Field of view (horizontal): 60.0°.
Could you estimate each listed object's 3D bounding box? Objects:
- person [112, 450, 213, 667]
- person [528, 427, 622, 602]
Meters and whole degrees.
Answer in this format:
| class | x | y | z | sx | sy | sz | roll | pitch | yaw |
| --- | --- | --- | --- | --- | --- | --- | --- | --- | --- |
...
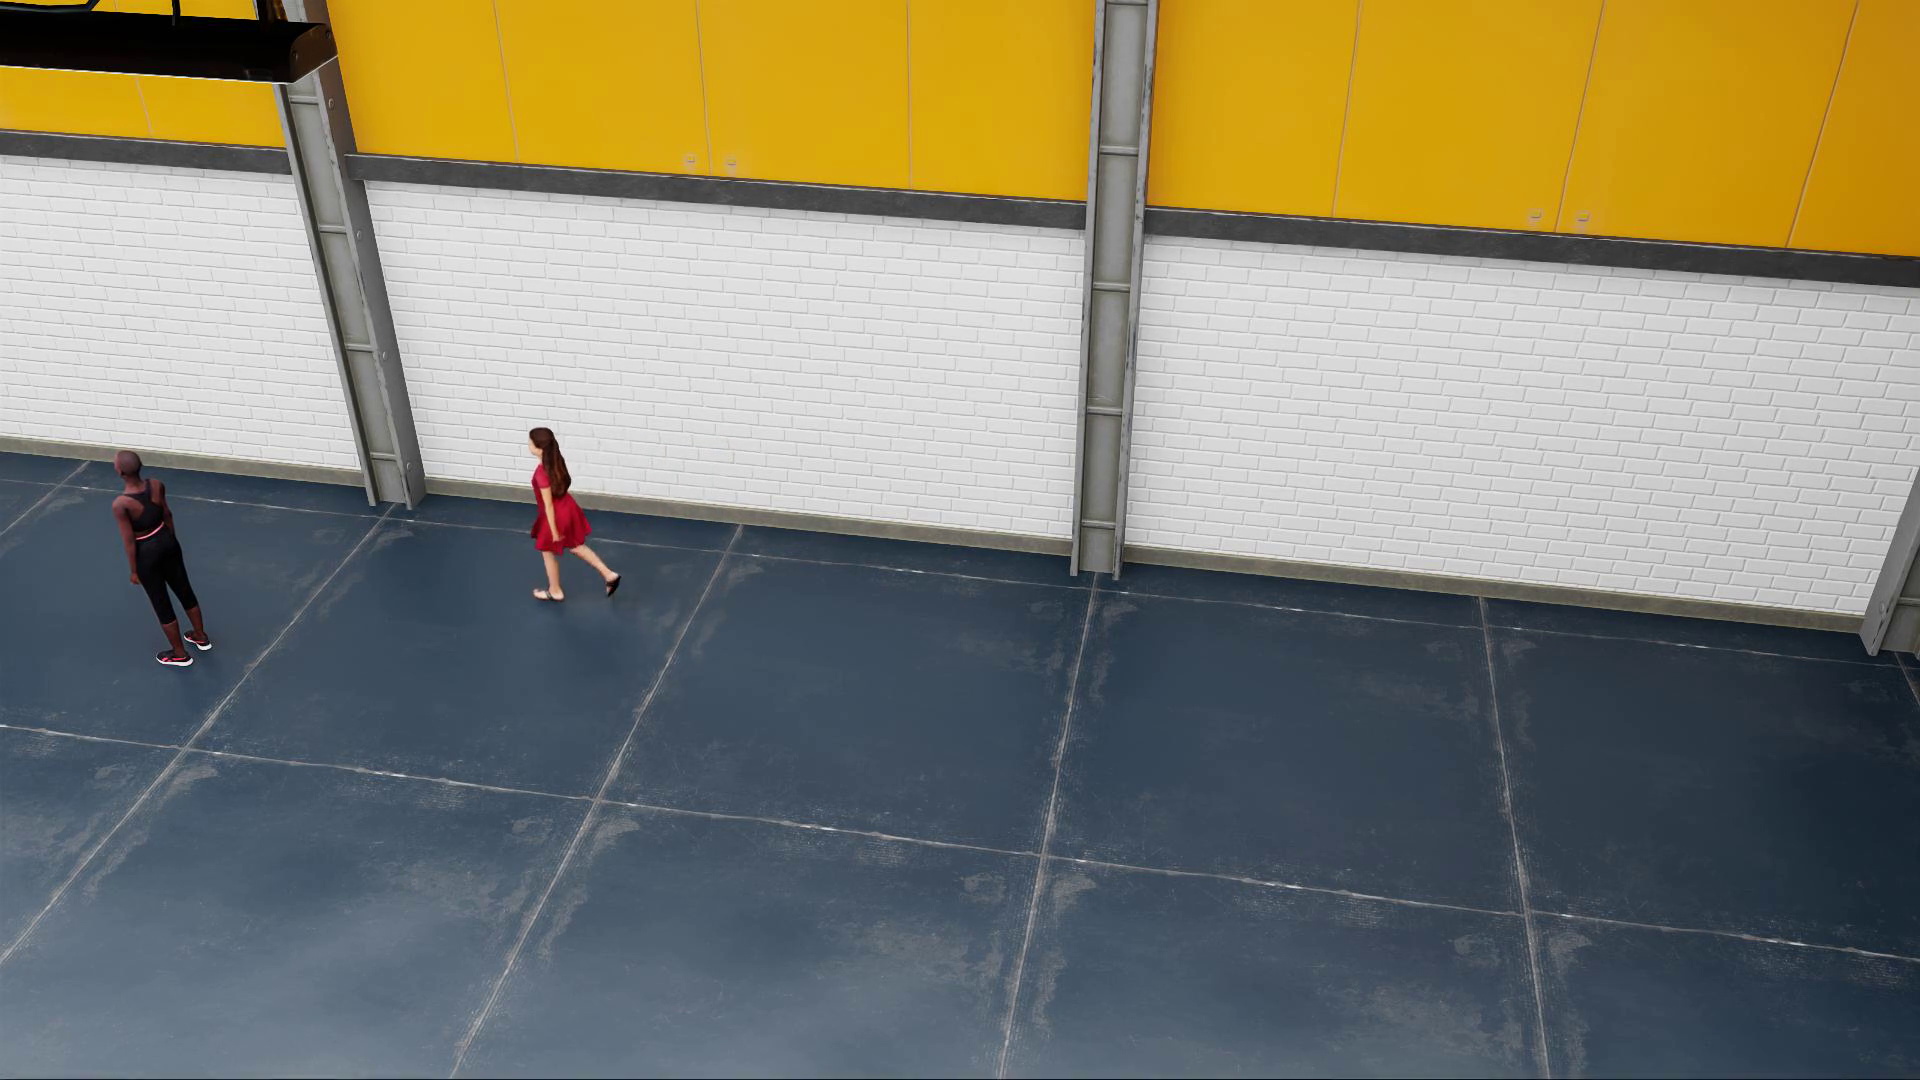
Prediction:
| class | x | y | z | sx | sy | sz | roll | pitch | yaw |
| --- | --- | --- | --- | --- | --- | --- | --- | --- | --- |
| person | -5.760 | 0.115 | 11.939 | 0.604 | 1.758 | 0.629 | 14 | 36 | 20 |
| person | -2.969 | -0.173 | 12.575 | 0.964 | 1.534 | 0.588 | 9 | 35 | 13 |
